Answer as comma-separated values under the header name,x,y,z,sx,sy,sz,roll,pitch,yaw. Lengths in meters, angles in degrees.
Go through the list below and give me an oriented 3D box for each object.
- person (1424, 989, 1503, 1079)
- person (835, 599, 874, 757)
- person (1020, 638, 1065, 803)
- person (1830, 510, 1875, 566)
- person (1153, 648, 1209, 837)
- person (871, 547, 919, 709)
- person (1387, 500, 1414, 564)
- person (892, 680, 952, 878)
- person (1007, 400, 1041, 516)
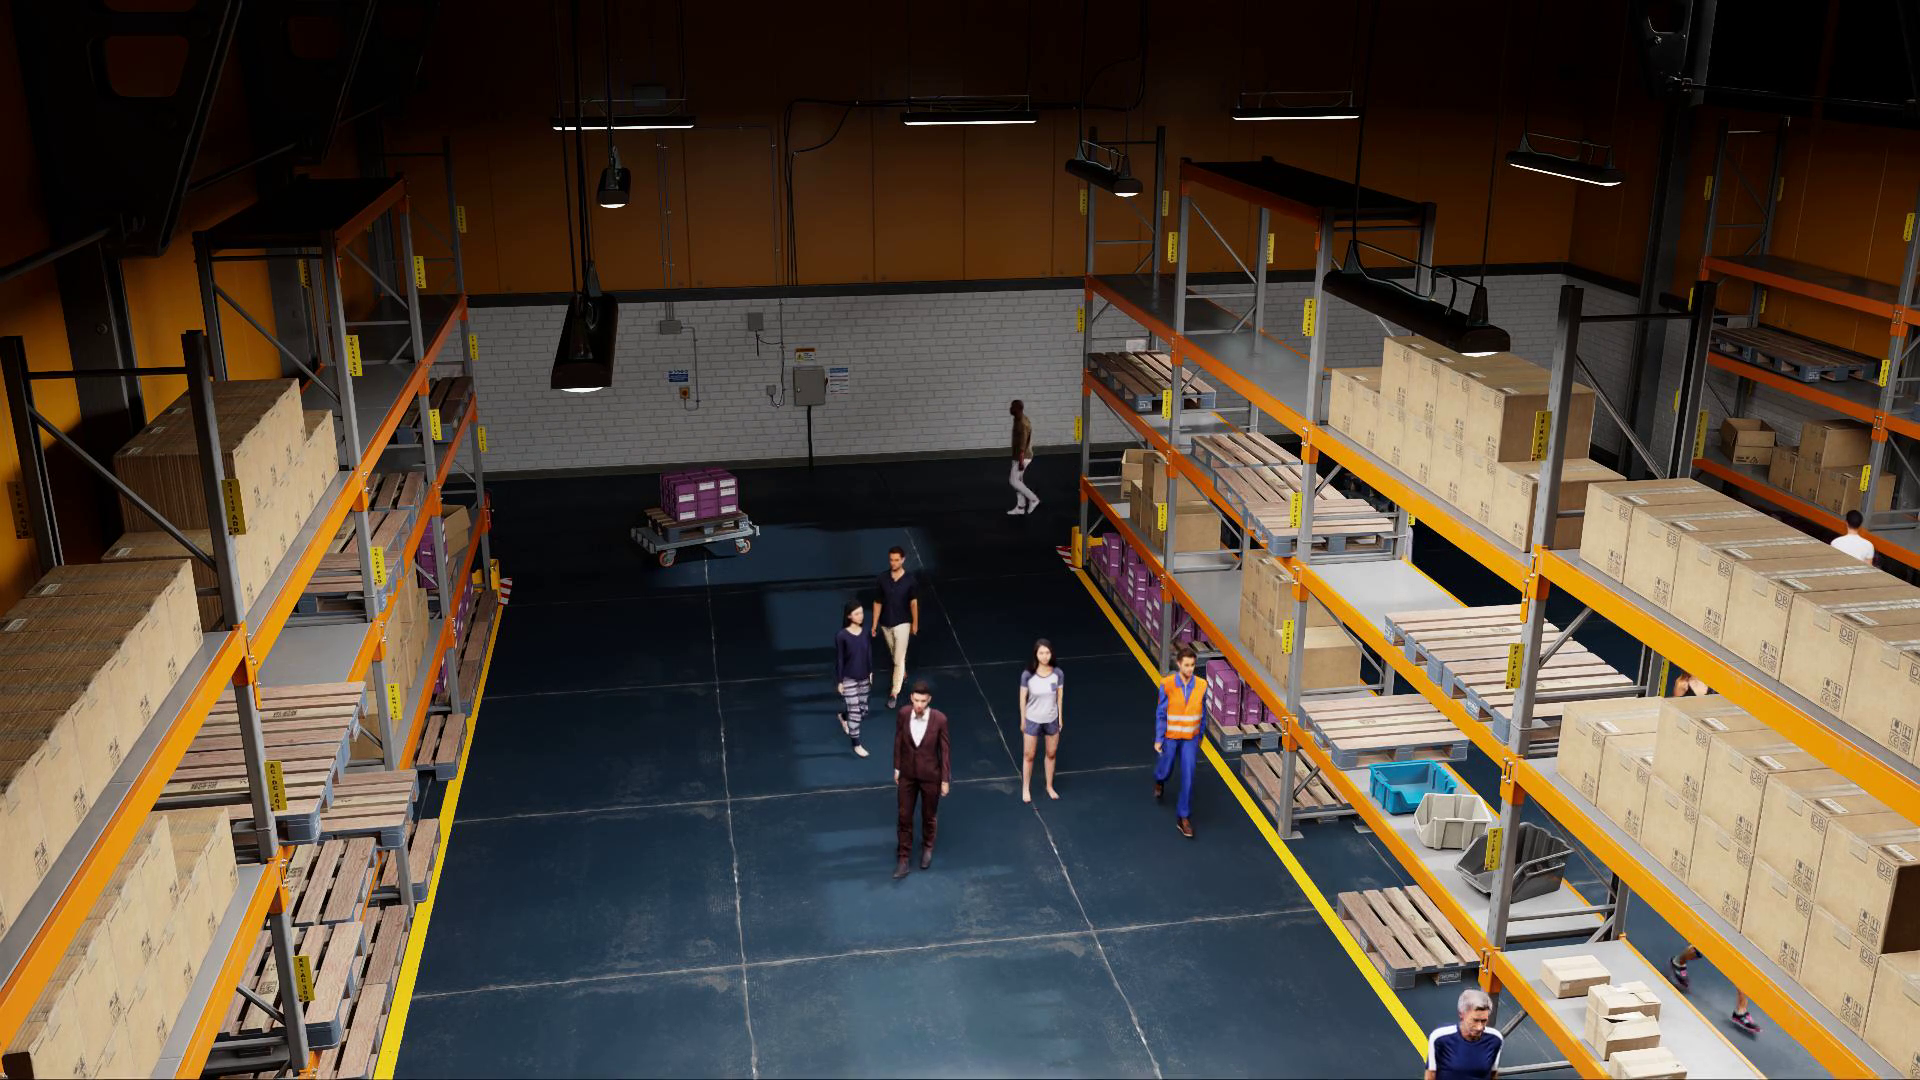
name,x,y,z,sx,sy,sz,roll,pitch,yaw
person,3.201,3.659,10.703,0.711,1.830,0.644,0,19,1
person,-1.162,1.414,17.539,0.836,1.722,0.963,-14,23,-35
person,0.816,1.770,16.505,0.597,1.706,0.518,-4,19,-12
person,10.569,0.548,19.891,0.724,1.862,0.637,1,19,4
person,2.077,1.876,15.982,0.731,1.839,1.096,-2,19,-7
person,-0.709,0.937,18.825,0.992,1.805,1.267,5,19,15
person,5.238,0.413,20.333,0.756,1.835,0.729,0,19,0
person,-0.345,2.114,15.261,0.911,1.849,1.038,4,19,12
person,1.006,-1.244,25.297,0.846,1.809,0.717,-1,19,-3
